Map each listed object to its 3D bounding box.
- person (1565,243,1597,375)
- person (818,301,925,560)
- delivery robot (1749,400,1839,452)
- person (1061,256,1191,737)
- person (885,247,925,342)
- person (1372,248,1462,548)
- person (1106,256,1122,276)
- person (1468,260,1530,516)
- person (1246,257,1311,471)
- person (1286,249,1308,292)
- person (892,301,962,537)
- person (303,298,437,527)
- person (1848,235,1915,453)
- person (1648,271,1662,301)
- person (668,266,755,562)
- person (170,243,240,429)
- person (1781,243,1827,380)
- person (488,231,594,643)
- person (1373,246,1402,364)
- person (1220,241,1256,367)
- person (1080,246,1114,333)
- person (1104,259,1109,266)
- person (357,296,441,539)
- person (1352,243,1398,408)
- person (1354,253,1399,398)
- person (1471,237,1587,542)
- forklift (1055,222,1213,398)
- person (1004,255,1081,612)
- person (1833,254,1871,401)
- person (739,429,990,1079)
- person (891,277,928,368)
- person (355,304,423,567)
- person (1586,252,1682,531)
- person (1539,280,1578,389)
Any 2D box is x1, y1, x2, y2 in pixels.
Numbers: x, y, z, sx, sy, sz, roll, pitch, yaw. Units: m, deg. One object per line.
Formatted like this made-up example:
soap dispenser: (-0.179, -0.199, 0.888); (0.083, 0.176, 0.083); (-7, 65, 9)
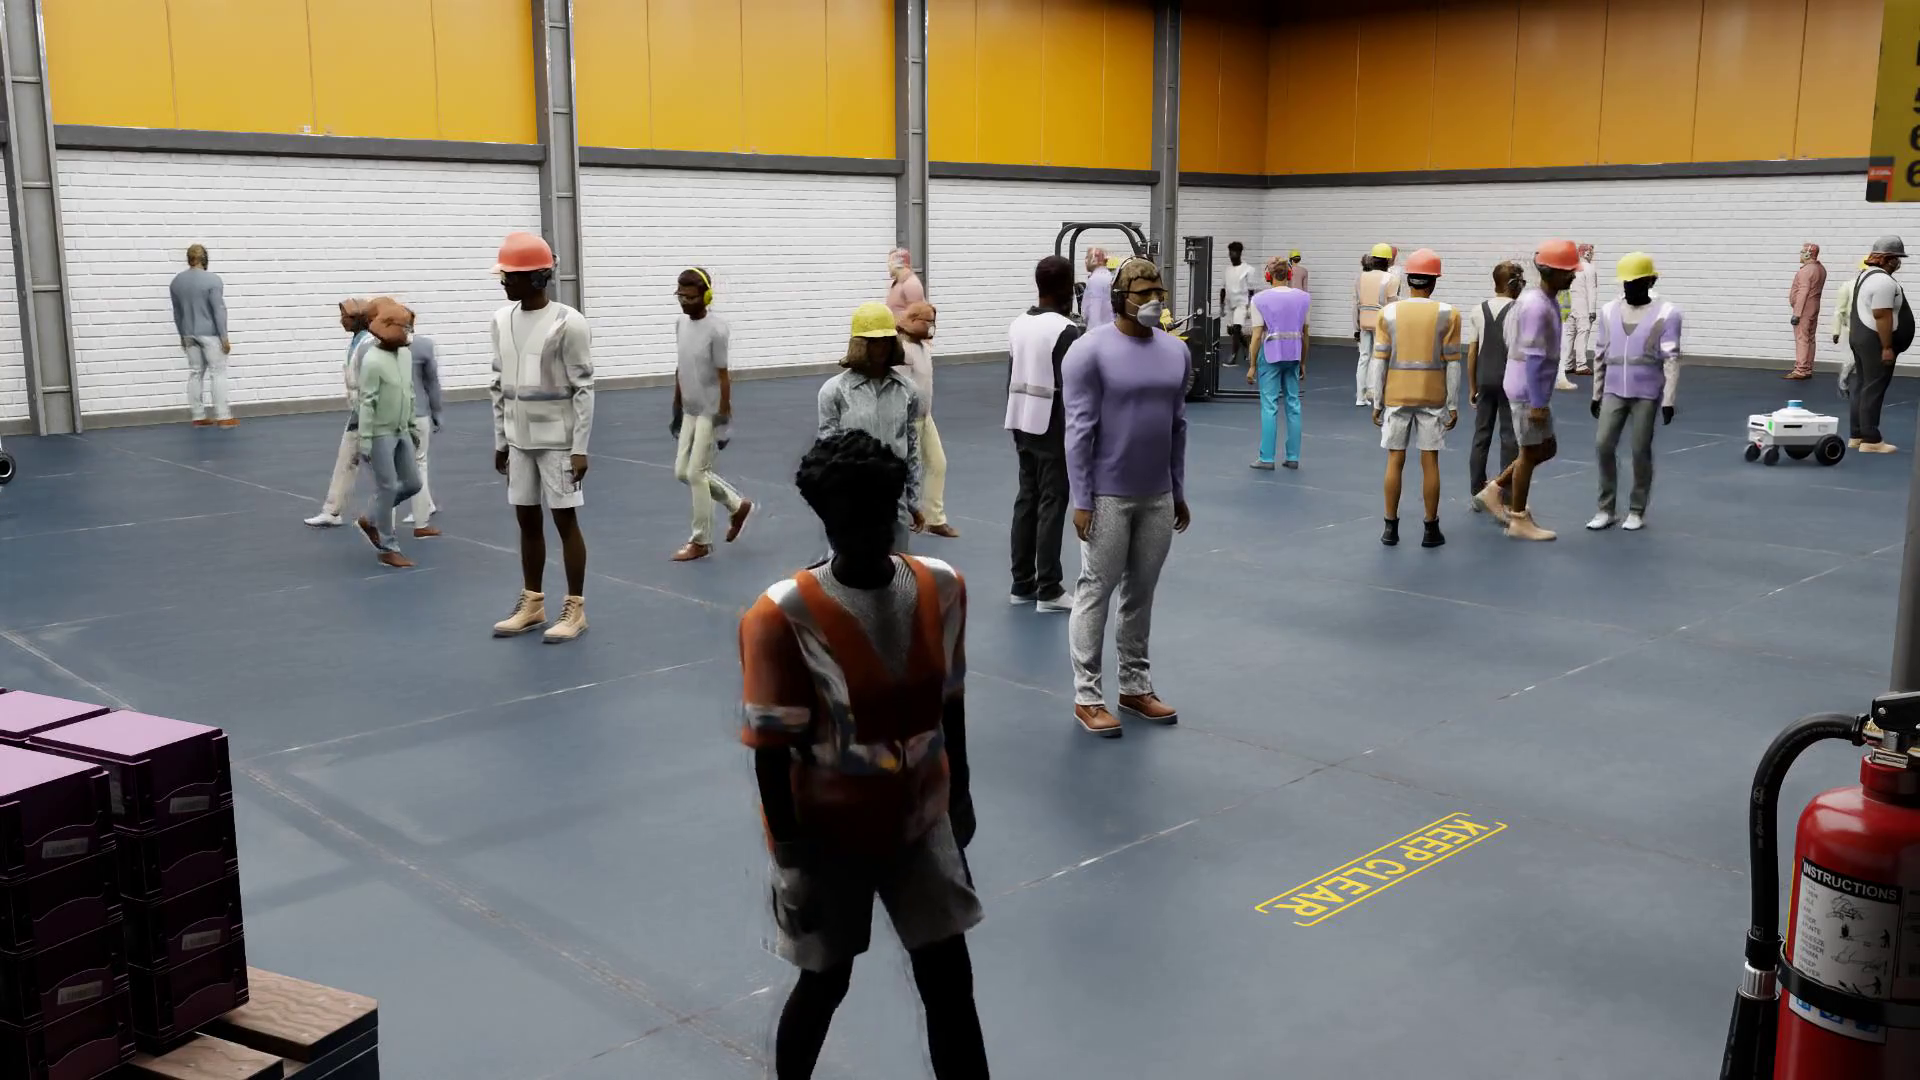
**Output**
person: (9.052, -3.355, 24.230); (0.407, 1.901, 0.639); (-4, 11, -20)
person: (-0.373, -0.151, 7.175); (0.483, 1.745, 0.299); (-6, 12, -29)
delivery robot: (7.391, -0.997, 14.758); (0.707, 0.478, 0.477); (-1, 10, -9)
person: (0.693, -0.181, 6.808); (0.627, 1.940, 0.376); (-7, 12, -33)
person: (-0.580, -2.008, 16.866); (0.399, 1.907, 0.652); (-3, 11, -16)
person: (2.973, -0.921, 10.848); (0.552, 1.935, 0.374); (4, 11, 20)
person: (2.168, -2.944, 22.420); (0.741, 1.742, 0.529); (-4, 11, -22)
person: (3.923, -1.094, 12.058); (0.345, 1.841, 0.506); (-10, 14, -43)
person: (2.748, -1.511, 14.340); (0.564, 1.837, 0.395); (-3, 11, -17)
person: (6.030, -4.356, 30.045); (0.524, 1.770, 0.315); (-4, 11, -20)
person: (-0.289, -0.809, 11.195); (0.646, 1.592, 0.537); (5, 11, 24)
person: (-4.108, -0.881, 11.575); (0.878, 1.592, 0.512); (-9, 13, -39)
person: (8.653, -1.849, 15.628); (0.537, 2.000, 0.679); (3, 11, 14)
person: (8.137, -2.425, 19.907); (0.396, 1.624, 0.537); (-4, 11, -22)
person: (-1.562, -0.786, 10.387); (0.590, 1.837, 0.596); (-9, 14, -41)
person: (-7.923, -2.124, 17.410); (0.646, 1.936, 0.372); (3, 11, 16)
person: (11.893, -3.216, 23.433); (0.643, 1.913, 0.411); (-10, 14, -43)
person: (-2.097, -0.500, 8.274); (0.609, 2.040, 0.395); (6, 12, 28)
person: (6.513, -3.459, 24.899); (0.777, 1.866, 0.574); (-1, 10, -3)
person: (4.361, -3.670, 25.857); (0.764, 1.940, 0.610); (-10, 14, -44)
person: (1.647, -2.466, 19.395); (0.496, 1.889, 0.663); (3, 11, 16)
person: (2.237, -3.387, 25.007); (0.555, 1.673, 0.566); (3, 11, 17)
person: (-3.709, -0.791, 11.004); (0.560, 1.624, 0.321); (-6, 12, -29)
person: (4.906, -2.517, 19.579); (0.379, 1.924, 0.594); (-9, 14, -42)
person: (5.160, -2.627, 20.514); (0.629, 1.812, 0.658); (-4, 11, -22)
person: (3.776, -0.977, 10.963); (0.607, 2.015, 0.651); (6, 12, 30)
forklift: (1.935, -2.847, 20.651); (2.313, 2.155, 1.214); (2, 11, 13)
person: (0.455, -0.570, 8.993); (0.372, 1.914, 0.597); (-6, 12, -29)
person: (10.821, -2.520, 19.903); (0.633, 1.809, 0.440); (1, 10, 7)
person: (-0.166, 0.590, 3.371); (0.598, 1.645, 0.713); (-7, 13, -35)
person: (-0.586, -2.105, 18.229); (0.525, 1.597, 0.703); (-8, 13, -36)
person: (-3.524, -0.632, 10.150); (0.487, 1.615, 0.532); (3, 11, 16)
person: (4.567, -0.995, 11.343); (0.629, 1.899, 0.594); (10, 14, 42)
person: (7.780, -2.910, 22.032); (0.787, 1.815, 0.627); (3, 11, 14)
